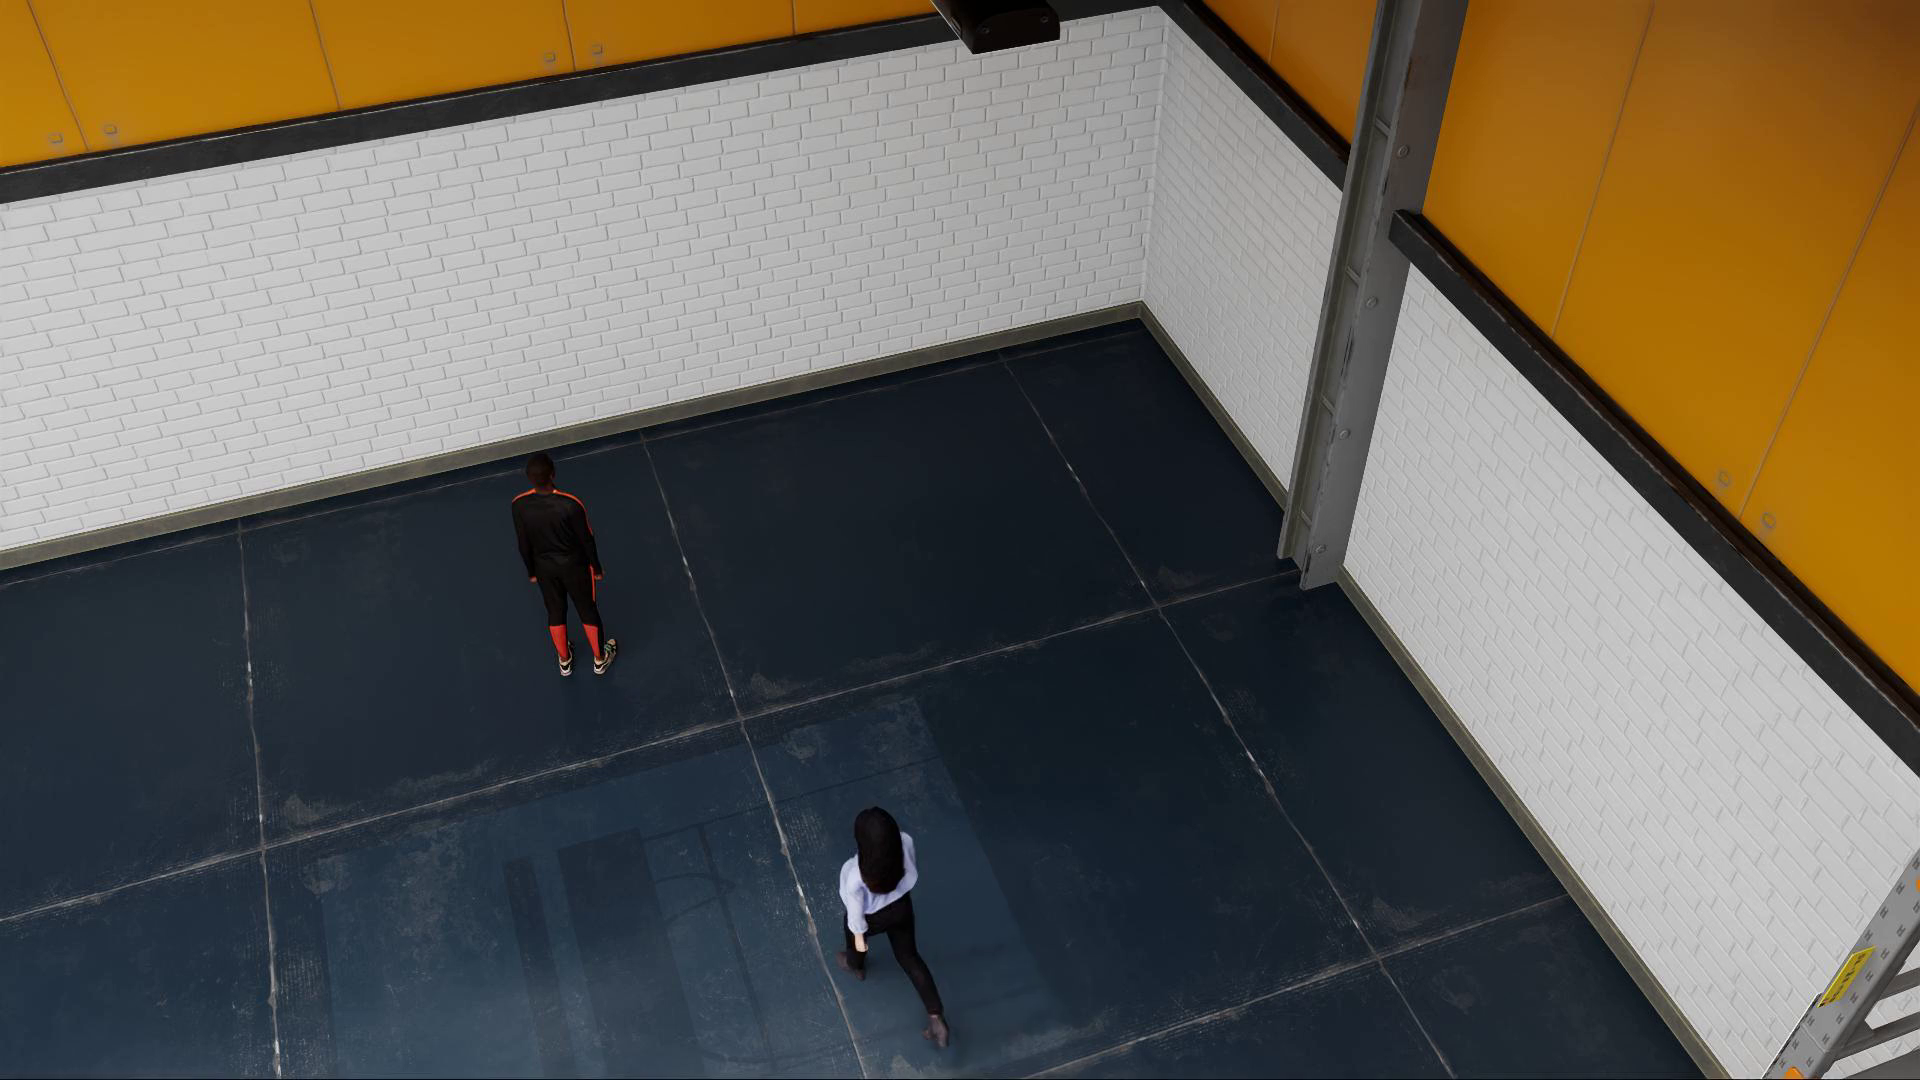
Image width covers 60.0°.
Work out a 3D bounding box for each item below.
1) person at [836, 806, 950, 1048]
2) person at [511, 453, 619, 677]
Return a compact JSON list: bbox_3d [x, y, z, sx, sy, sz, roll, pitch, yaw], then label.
[{"bbox_3d":[-0.345,2.033,8.750,0.934,1.707,1.233,-31,52,-29],"label":"person"},{"bbox_3d":[-2.551,0.161,10.642,0.697,1.807,0.651,0,44,0],"label":"person"}]
